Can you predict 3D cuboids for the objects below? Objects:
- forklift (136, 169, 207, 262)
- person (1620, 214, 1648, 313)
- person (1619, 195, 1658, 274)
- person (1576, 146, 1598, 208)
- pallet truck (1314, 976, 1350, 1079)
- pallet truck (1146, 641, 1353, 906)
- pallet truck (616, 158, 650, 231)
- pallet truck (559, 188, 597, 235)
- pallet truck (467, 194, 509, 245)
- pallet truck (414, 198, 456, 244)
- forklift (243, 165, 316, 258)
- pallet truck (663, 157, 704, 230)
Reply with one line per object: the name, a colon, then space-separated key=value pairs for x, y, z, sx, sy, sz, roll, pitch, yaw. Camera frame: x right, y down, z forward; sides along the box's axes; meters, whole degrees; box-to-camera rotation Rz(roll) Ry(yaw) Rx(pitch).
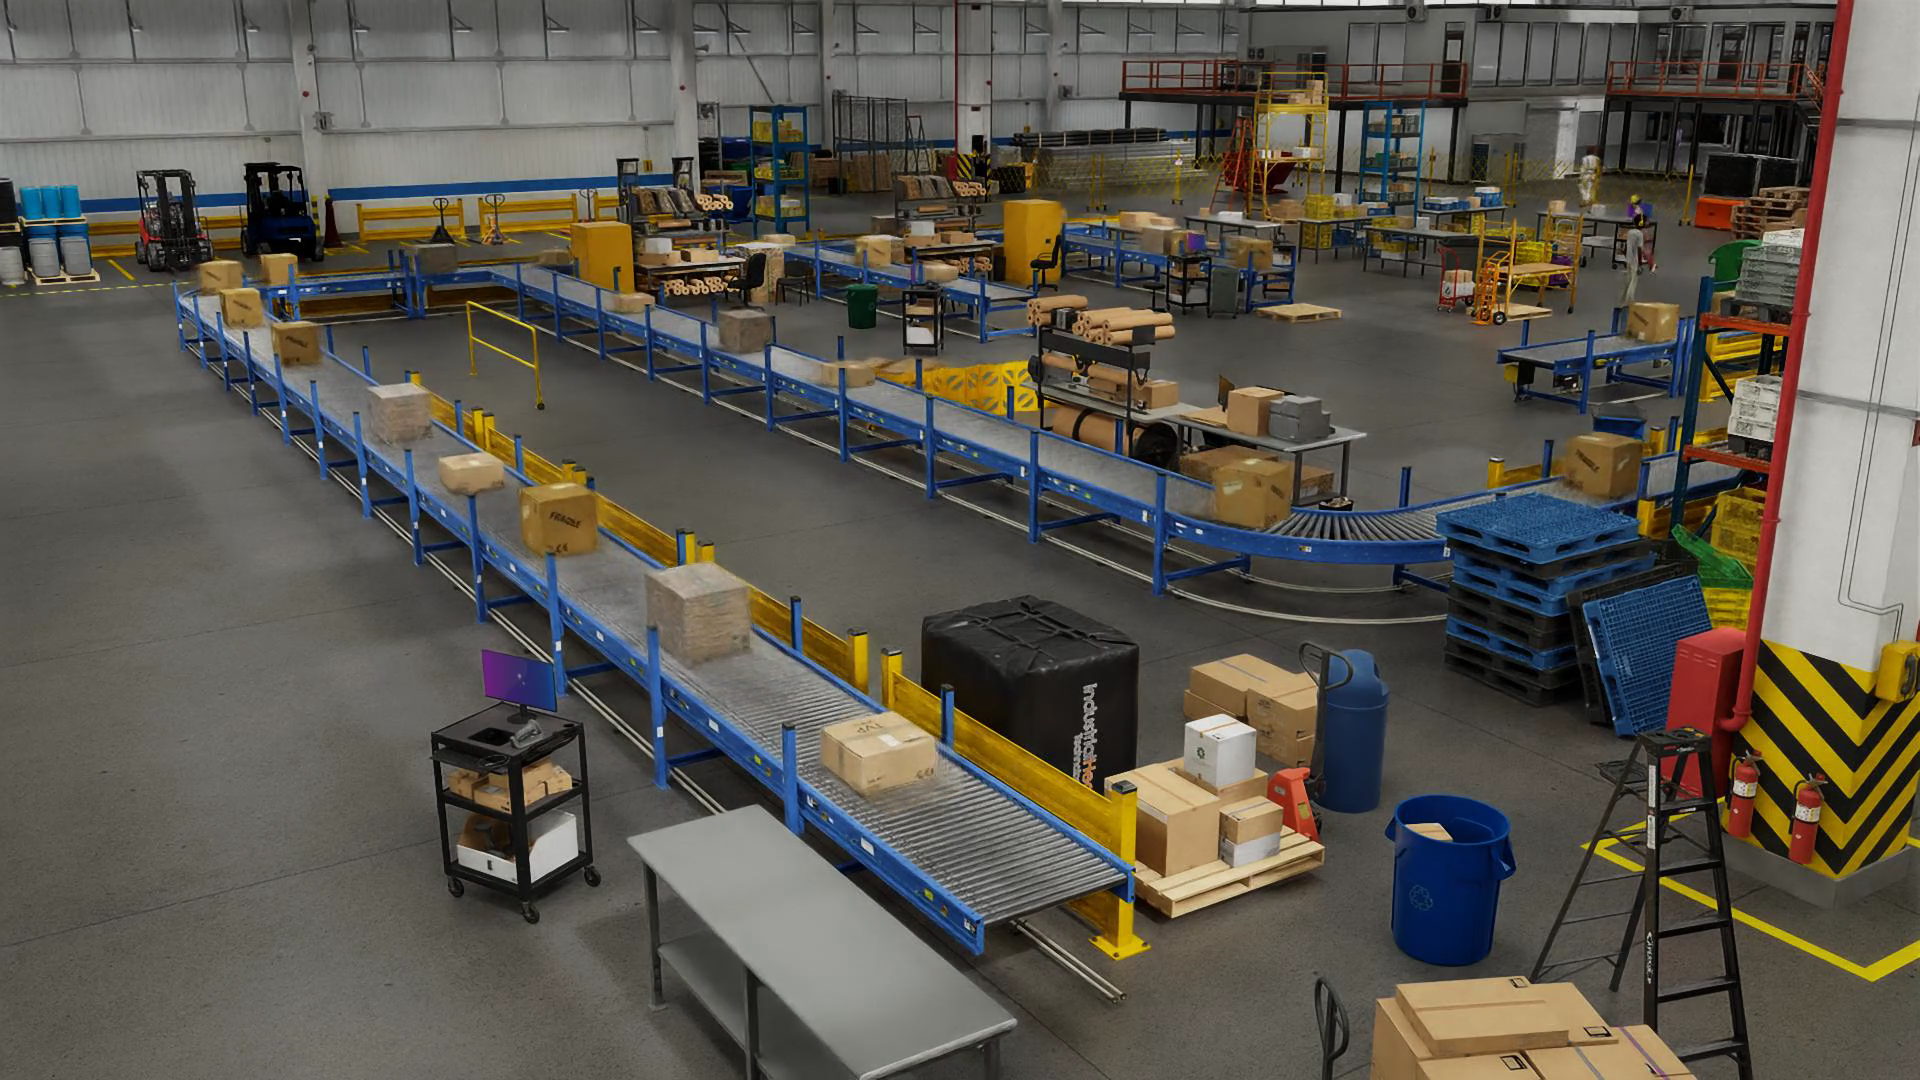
forklift: x=-17.842 y=-7.318 z=37.559 sx=1.157 sy=1.987 sz=2.680 roll=-10 pitch=20 yaw=-31
person: x=12.617 y=-5.165 z=31.128 sx=0.309 sy=1.868 sz=0.535 roll=-2 pitch=17 yaw=-7
person: x=14.884 y=-6.649 z=36.299 sx=0.720 sy=1.721 sz=0.600 roll=8 pitch=18 yaw=24
person: x=19.152 y=-11.089 z=50.828 sx=0.618 sy=1.874 sz=0.412 roll=-7 pitch=18 yaw=-21
pallet truck: x=2.299 y=2.390 z=7.086 sx=1.601 sy=1.201 sz=0.680 roll=-2 pitch=17 yaw=-7
pallet truck: x=1.664 y=1.407 z=10.232 sx=1.630 sy=1.274 sz=0.653 roll=-10 pitch=20 yaw=-31
pallet truck: x=-8.918 y=-9.176 z=44.255 sx=0.823 sy=1.965 sz=1.885 roll=-9 pitch=19 yaw=-27
pallet truck: x=-10.010 y=-8.652 z=43.699 sx=0.653 sy=1.274 sz=1.630 roll=-10 pitch=20 yaw=-31
pallet truck: x=-11.983 y=-8.177 z=42.137 sx=0.704 sy=1.261 sz=1.522 roll=-11 pitch=20 yaw=-33
pallet truck: x=-13.250 y=-8.060 z=41.856 sx=0.680 sy=1.201 sz=1.601 roll=-10 pitch=20 yaw=-31
forklift: x=-15.898 y=-7.669 z=38.708 sx=1.157 sy=1.987 sz=2.680 roll=-11 pitch=20 yaw=-33
pallet truck: x=-7.586 y=-9.308 z=44.692 sx=0.823 sy=1.965 sz=1.885 roll=-11 pitch=20 yaw=-33
